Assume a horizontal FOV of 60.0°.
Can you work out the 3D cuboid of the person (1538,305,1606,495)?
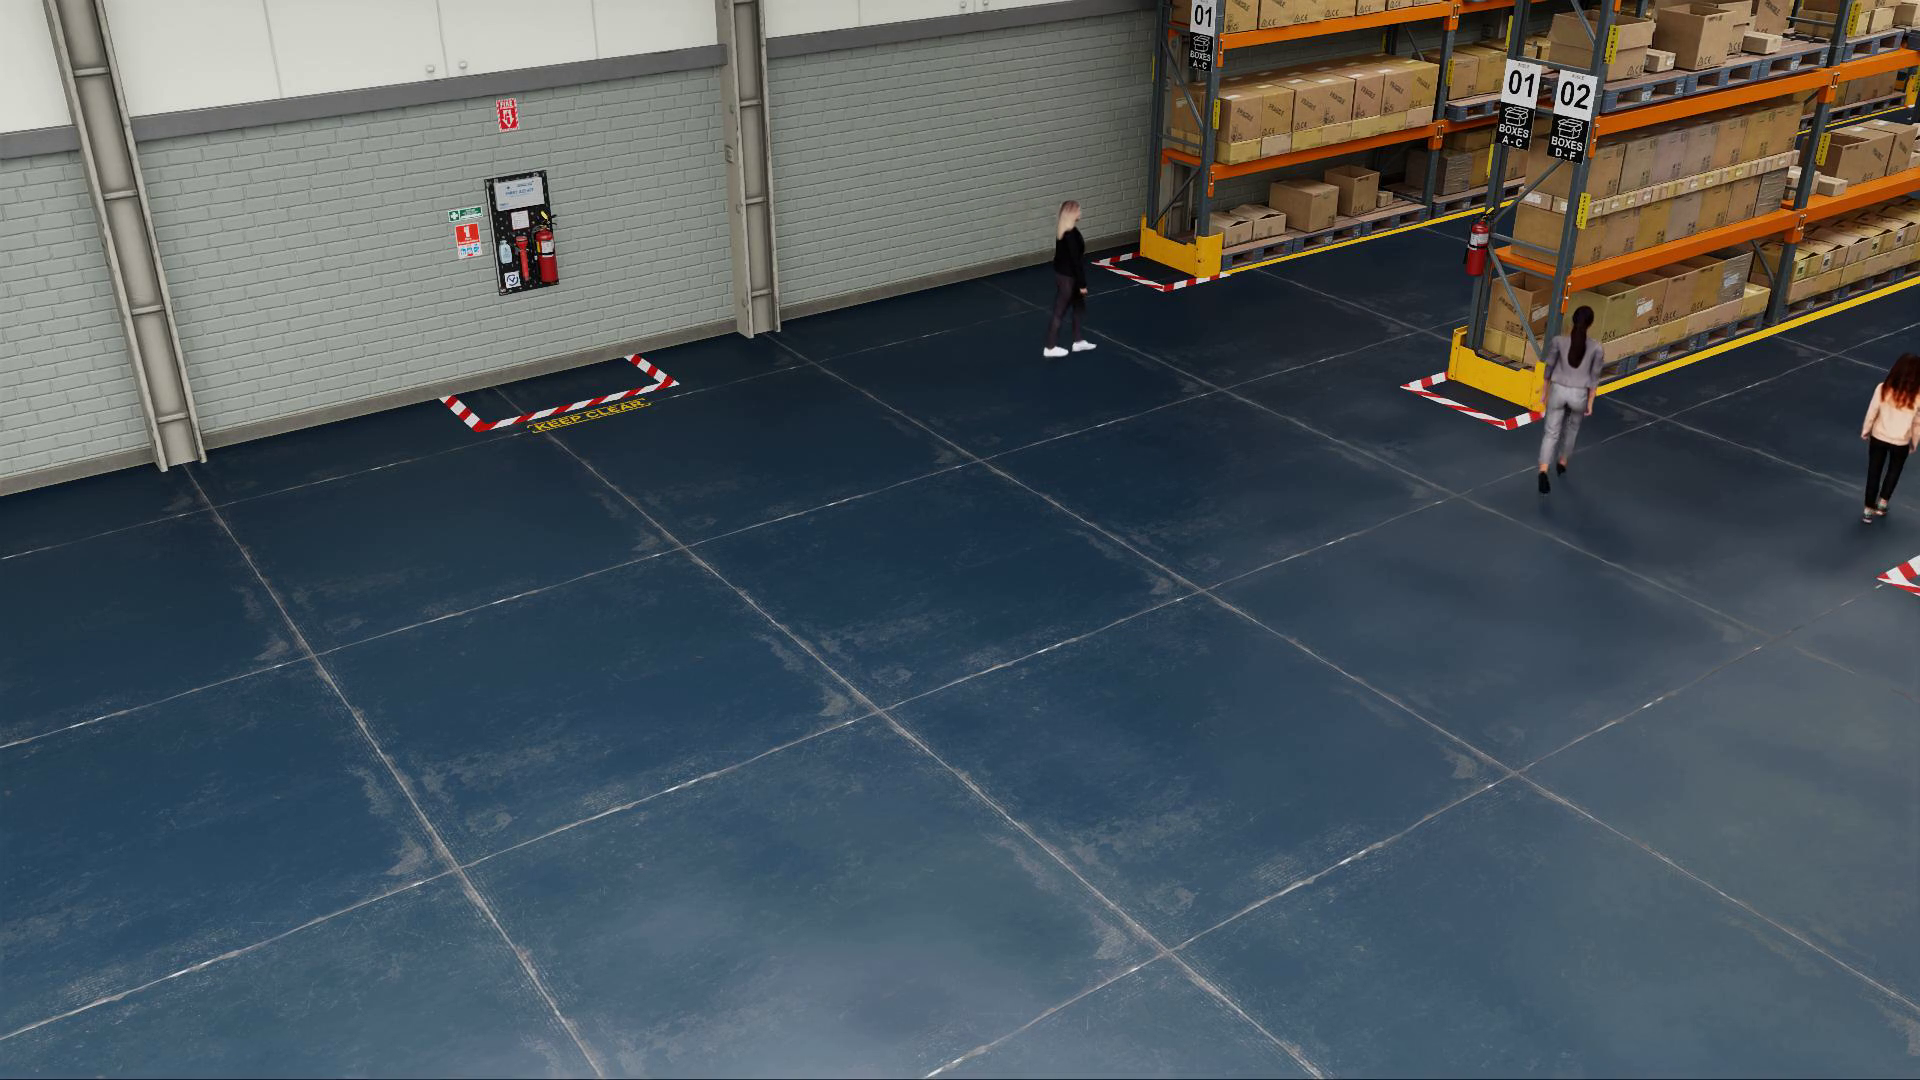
[{"bbox_3d":[5.193,-1.169,14.269,0.960,1.645,1.176,13,30,23],"label":"person"}]

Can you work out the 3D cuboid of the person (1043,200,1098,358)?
[{"bbox_3d":[1.007,-2.659,17.142,0.934,1.663,0.813,-5,28,-9],"label":"person"}]

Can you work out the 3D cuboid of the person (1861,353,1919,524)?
[{"bbox_3d":[7.707,-0.820,13.783,0.692,1.470,0.714,17,32,30],"label":"person"}]
